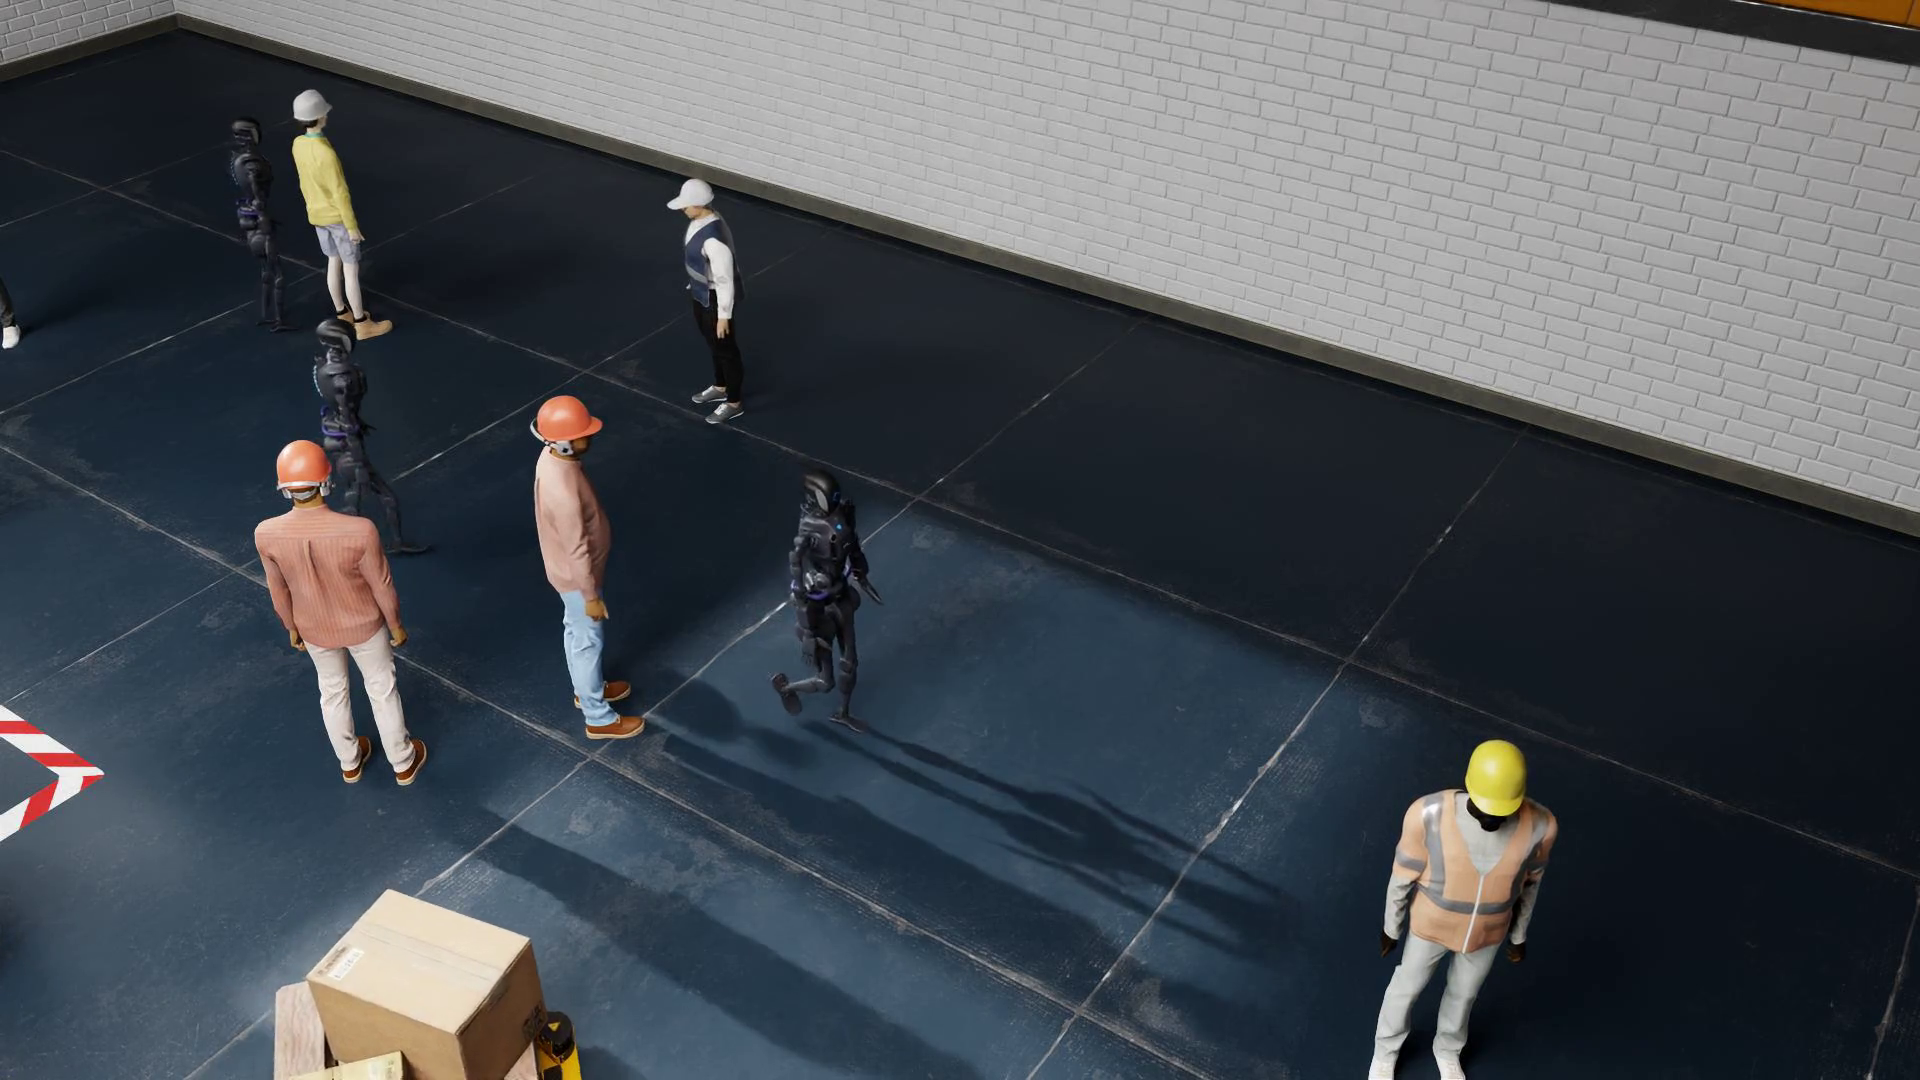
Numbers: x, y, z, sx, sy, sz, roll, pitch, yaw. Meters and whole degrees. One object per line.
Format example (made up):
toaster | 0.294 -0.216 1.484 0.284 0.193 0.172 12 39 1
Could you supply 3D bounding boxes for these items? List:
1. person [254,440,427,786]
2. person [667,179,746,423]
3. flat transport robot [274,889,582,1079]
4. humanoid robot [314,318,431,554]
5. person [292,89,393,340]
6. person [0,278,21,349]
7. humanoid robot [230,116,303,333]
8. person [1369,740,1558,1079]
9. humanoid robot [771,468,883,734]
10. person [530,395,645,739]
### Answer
person | -3.044 0.392 8.211 0.610 1.986 0.401 0 35 1
person | -1.687 -1.633 11.302 0.456 1.752 0.761 -13 37 -17
flat transport robot | -2.278 2.401 6.833 1.431 0.231 0.659 -10 36 -14
humanoid robot | -3.578 -0.604 9.905 0.537 1.642 0.615 -11 37 -16
person | -4.612 -2.374 12.244 0.485 1.890 0.381 24 42 30
person | -7.315 -2.265 12.105 0.505 1.871 0.329 -2 35 -3
humanoid robot | -5.212 -2.337 12.399 0.348 1.652 0.587 -15 38 -20
person | 1.990 1.533 6.627 0.592 1.924 0.381 2 35 3
humanoid robot | -0.718 0.300 8.615 0.484 1.644 0.599 19 39 25
person | -1.939 0.139 8.562 0.387 1.995 0.611 -11 36 -15
